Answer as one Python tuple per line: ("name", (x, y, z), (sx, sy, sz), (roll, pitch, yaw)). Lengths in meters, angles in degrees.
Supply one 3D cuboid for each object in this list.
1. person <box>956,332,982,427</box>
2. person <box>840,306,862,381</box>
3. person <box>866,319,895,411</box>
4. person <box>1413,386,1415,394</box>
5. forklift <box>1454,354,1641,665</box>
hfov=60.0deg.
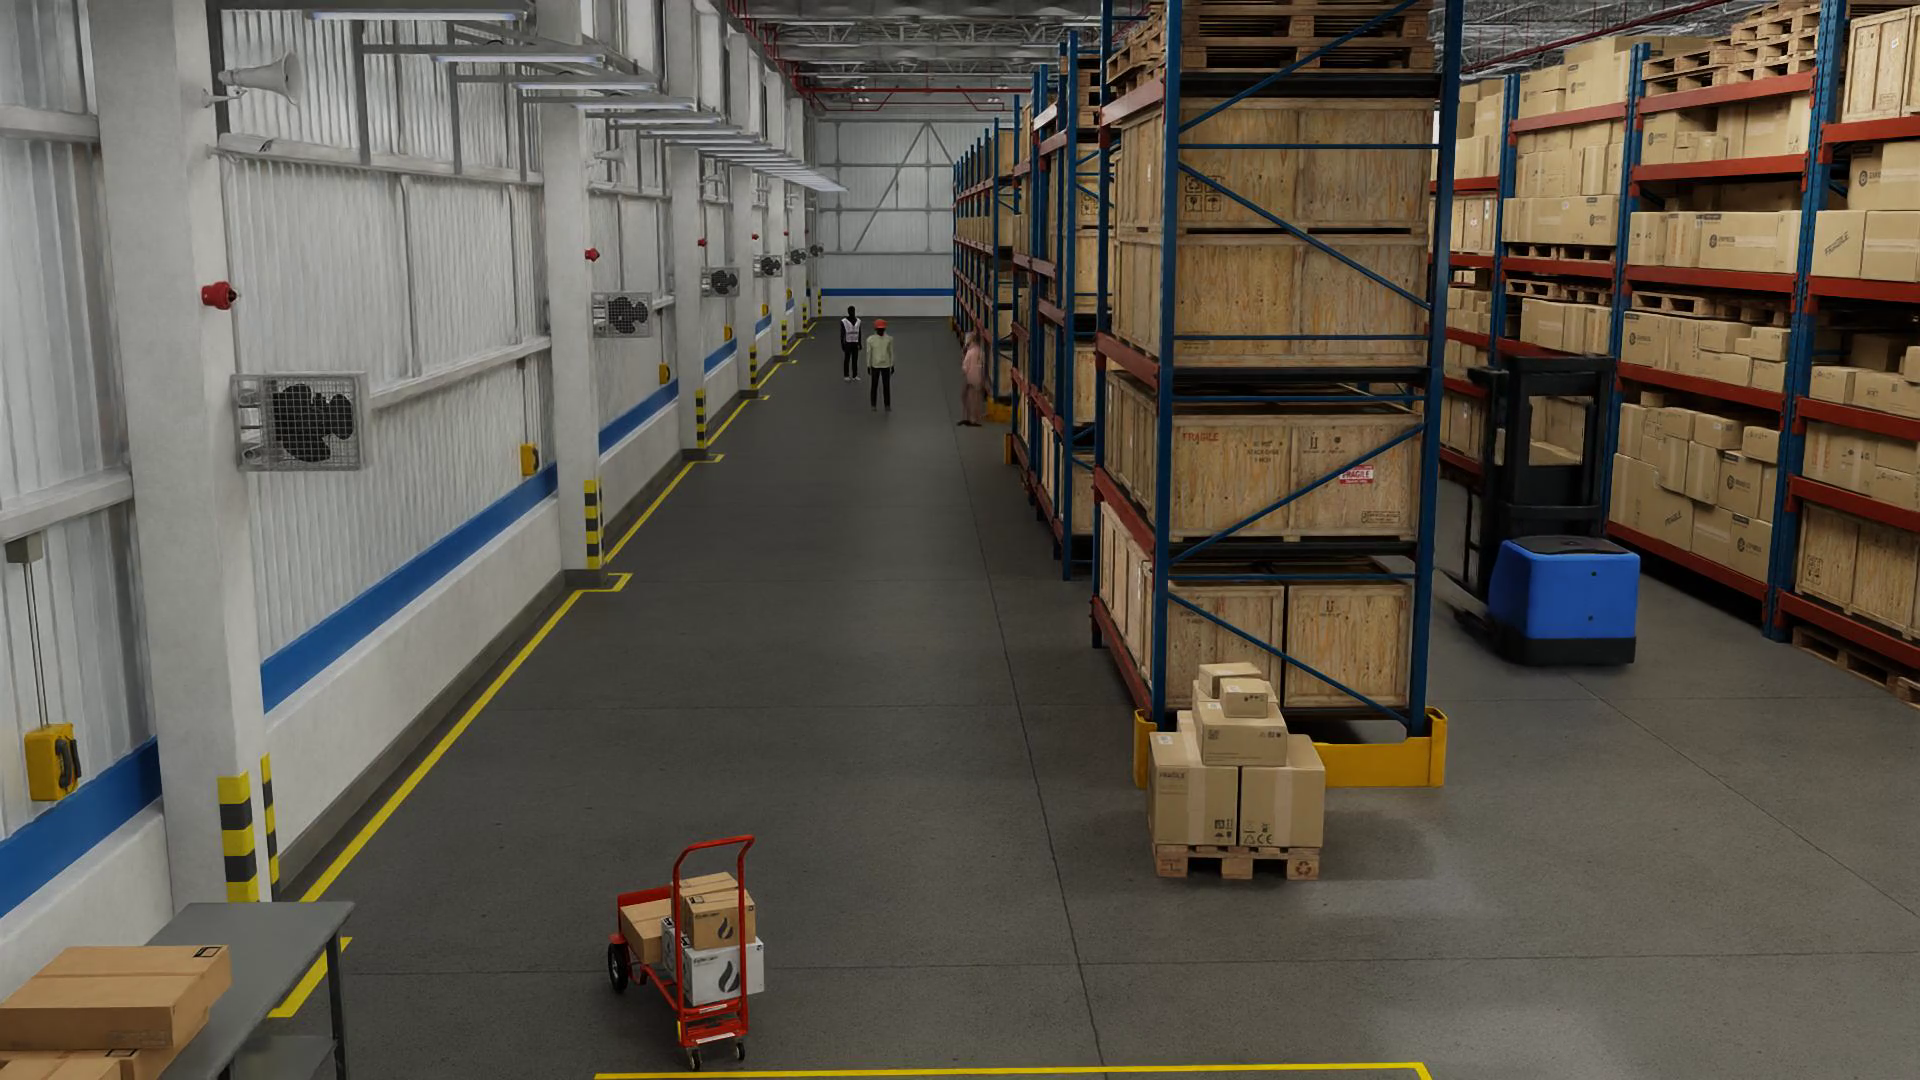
("person", (0.134, -3.180, 32.965), (0.656, 1.887, 0.673), (0, 11, -2))
("person", (-2.795, -5.025, 42.533), (0.591, 1.910, 0.388), (-8, 13, -36))
("person", (-1.696, -3.748, 35.693), (0.620, 1.985, 0.406), (-3, 11, -15))
("person", (10.600, -4.302, 38.935), (0.572, 1.840, 0.373), (-3, 11, -17))
("forklift", (5.609, -0.365, 15.749), (1.129, 2.768, 1.873), (0, 11, -2))
